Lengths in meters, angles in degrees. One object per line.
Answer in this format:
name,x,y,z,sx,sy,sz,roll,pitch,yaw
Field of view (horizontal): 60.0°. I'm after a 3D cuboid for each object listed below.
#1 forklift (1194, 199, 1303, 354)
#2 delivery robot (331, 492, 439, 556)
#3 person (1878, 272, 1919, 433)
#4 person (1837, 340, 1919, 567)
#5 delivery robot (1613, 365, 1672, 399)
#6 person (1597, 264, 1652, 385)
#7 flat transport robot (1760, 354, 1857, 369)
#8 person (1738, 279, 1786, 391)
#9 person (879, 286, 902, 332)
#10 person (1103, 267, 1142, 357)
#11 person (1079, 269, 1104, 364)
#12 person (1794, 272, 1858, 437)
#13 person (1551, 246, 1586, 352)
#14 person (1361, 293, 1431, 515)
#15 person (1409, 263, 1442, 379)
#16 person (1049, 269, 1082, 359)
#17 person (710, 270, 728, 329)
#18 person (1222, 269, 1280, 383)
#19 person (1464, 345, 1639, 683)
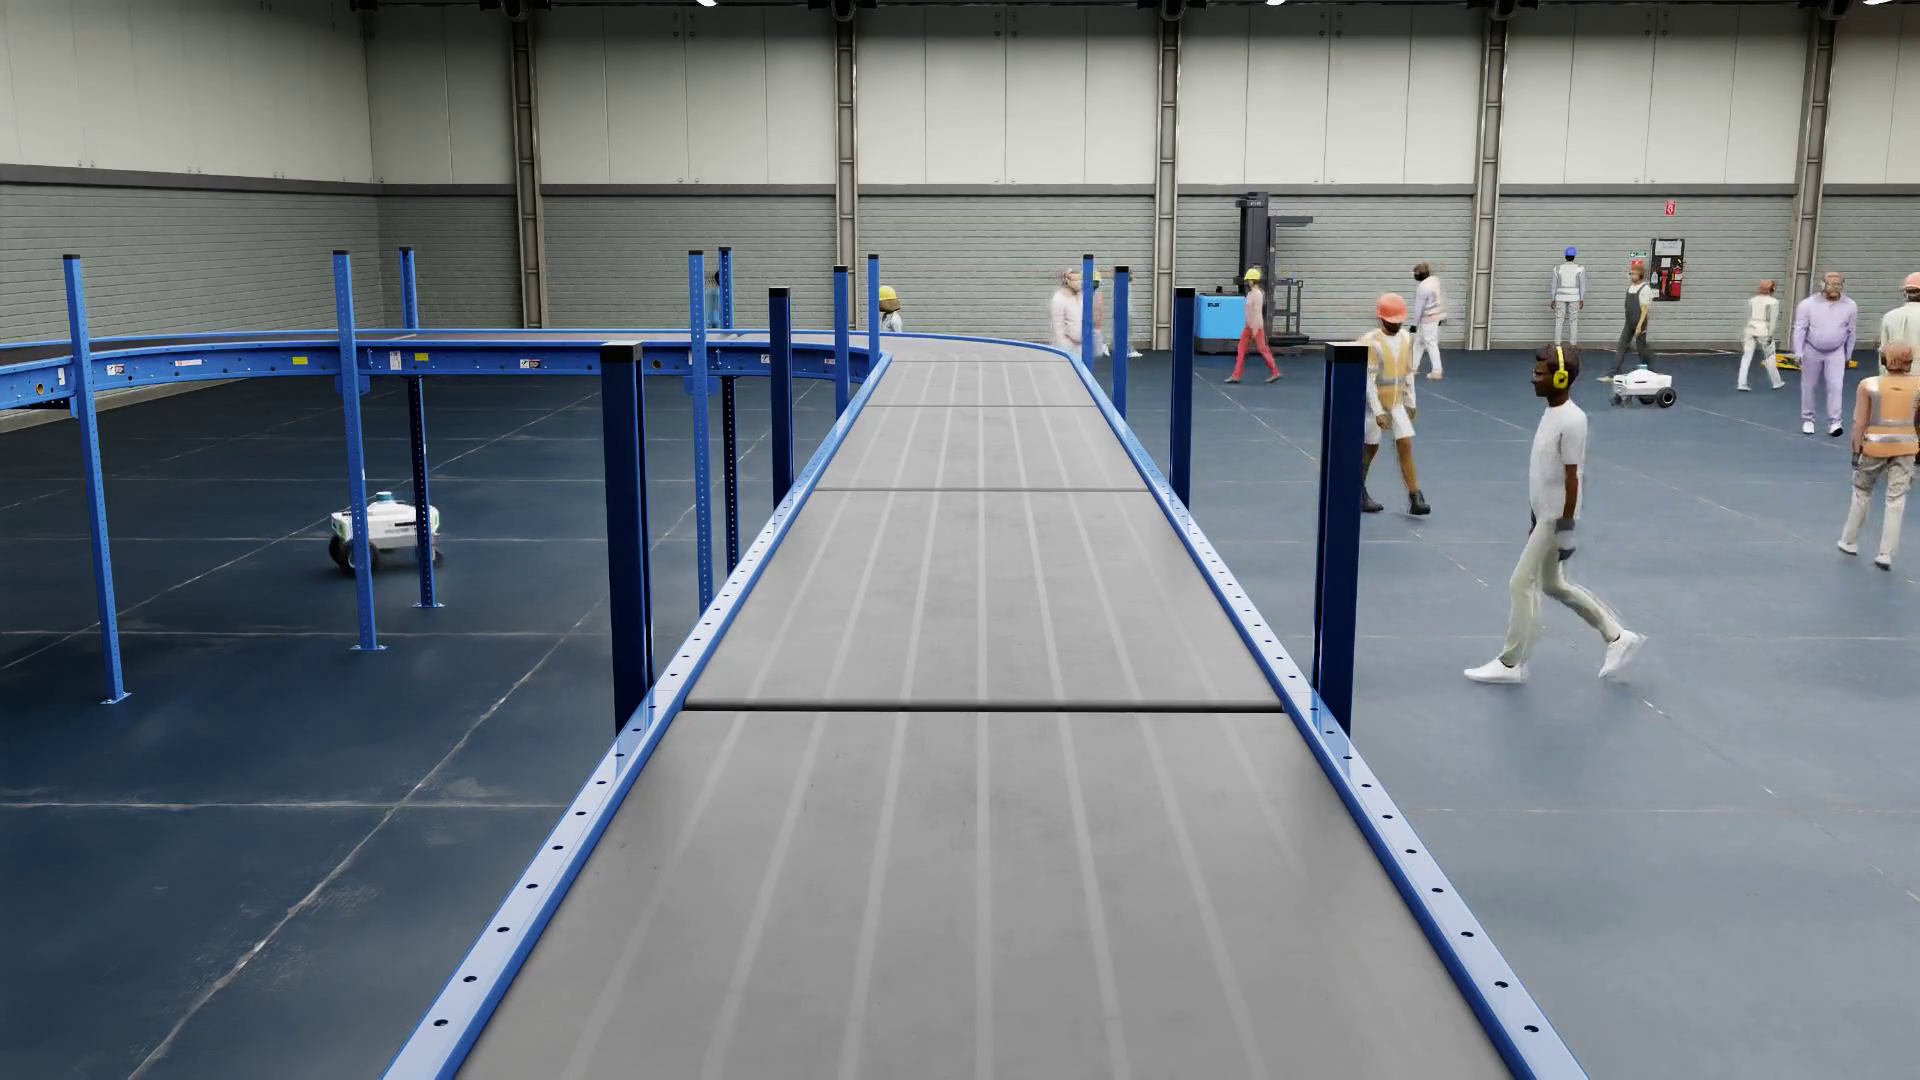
forklift,5.313,-4.851,30.603,1.873,2.768,1.129,0,11,1
delivery robot,-4.122,-0.102,11.950,0.707,0.478,0.477,-6,12,-28
person,9.219,-1.617,16.205,0.571,1.973,0.631,-5,12,-26
person,6.729,-0.639,12.098,0.539,1.611,0.725,3,11,16
delivery robot,9.095,-2.092,22.176,0.707,0.478,0.477,-2,11,-10
person,10.057,-3.216,24.882,0.871,1.798,0.522,-3,12,-17
flat transport robot,14.221,-3.011,27.871,1.431,0.197,0.652,-4,12,-19
person,11.611,-2.951,24.029,0.825,1.597,0.524,-6,13,-28
person,-0.790,-1.950,18.515,0.322,1.741,0.490,-4,12,-18
person,2.915,-4.088,29.854,0.746,1.606,0.509,-2,11,-10
person,1.873,-3.075,24.291,0.525,1.755,0.458,-9,14,-40
person,9.895,-2.113,19.039,0.657,1.862,0.953,4,12,19
person,11.356,-4.499,31.082,0.602,1.949,0.387,4,12,21
person,3.596,-1.125,13.943,0.576,1.869,0.861,-5,12,-26
person,7.204,-3.413,25.933,0.753,1.791,0.694,5,12,25
person,1.431,-2.350,20.249,0.930,1.866,0.668,9,14,38
person,-3.836,-3.431,26.292,0.469,1.684,0.534,-5,12,-22
person,4.468,-3.236,25.170,0.884,1.724,0.532,-2,11,-11
person,3.229,-0.129,8.924,0.849,1.842,0.521,2,11,9
